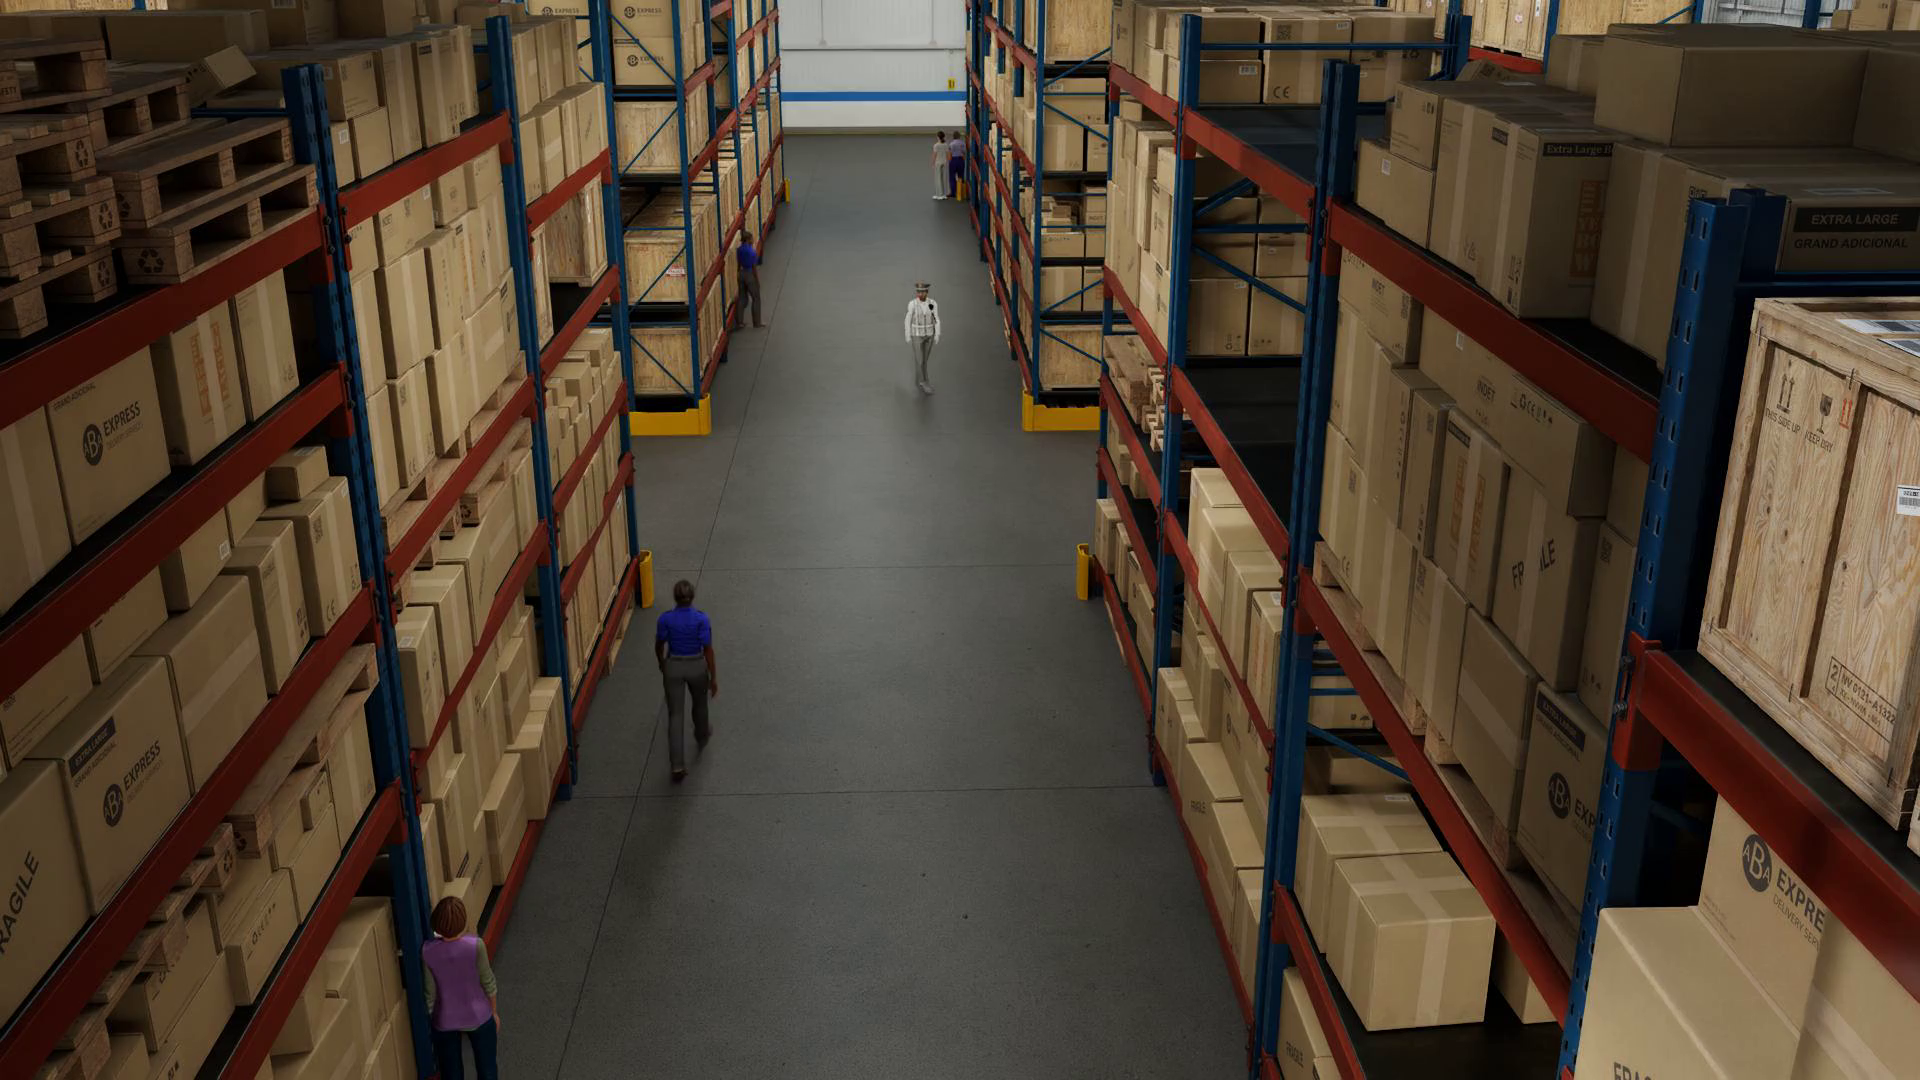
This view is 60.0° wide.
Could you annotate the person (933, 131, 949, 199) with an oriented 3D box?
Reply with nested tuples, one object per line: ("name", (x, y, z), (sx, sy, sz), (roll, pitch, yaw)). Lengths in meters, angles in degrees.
("person", (-0.490, -9.444, 41.888), (0.446, 1.673, 0.380), (-13, 24, -31))

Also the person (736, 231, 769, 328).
("person", (-3.602, -4.474, 28.572), (0.543, 1.656, 0.454), (18, 27, 39))

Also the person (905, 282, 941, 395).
("person", (-0.508, -2.979, 24.586), (0.478, 1.651, 0.748), (-8, 22, -20))

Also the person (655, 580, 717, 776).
("person", (-2.265, 1.078, 13.778), (0.499, 1.625, 0.963), (-2, 21, -6))

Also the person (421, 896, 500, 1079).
("person", (-2.825, 2.719, 9.452), (0.410, 1.597, 0.315), (-5, 21, -12))

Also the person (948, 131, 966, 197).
("person", (-0.086, -9.532, 42.158), (0.476, 1.646, 0.348), (-10, 23, -25))
